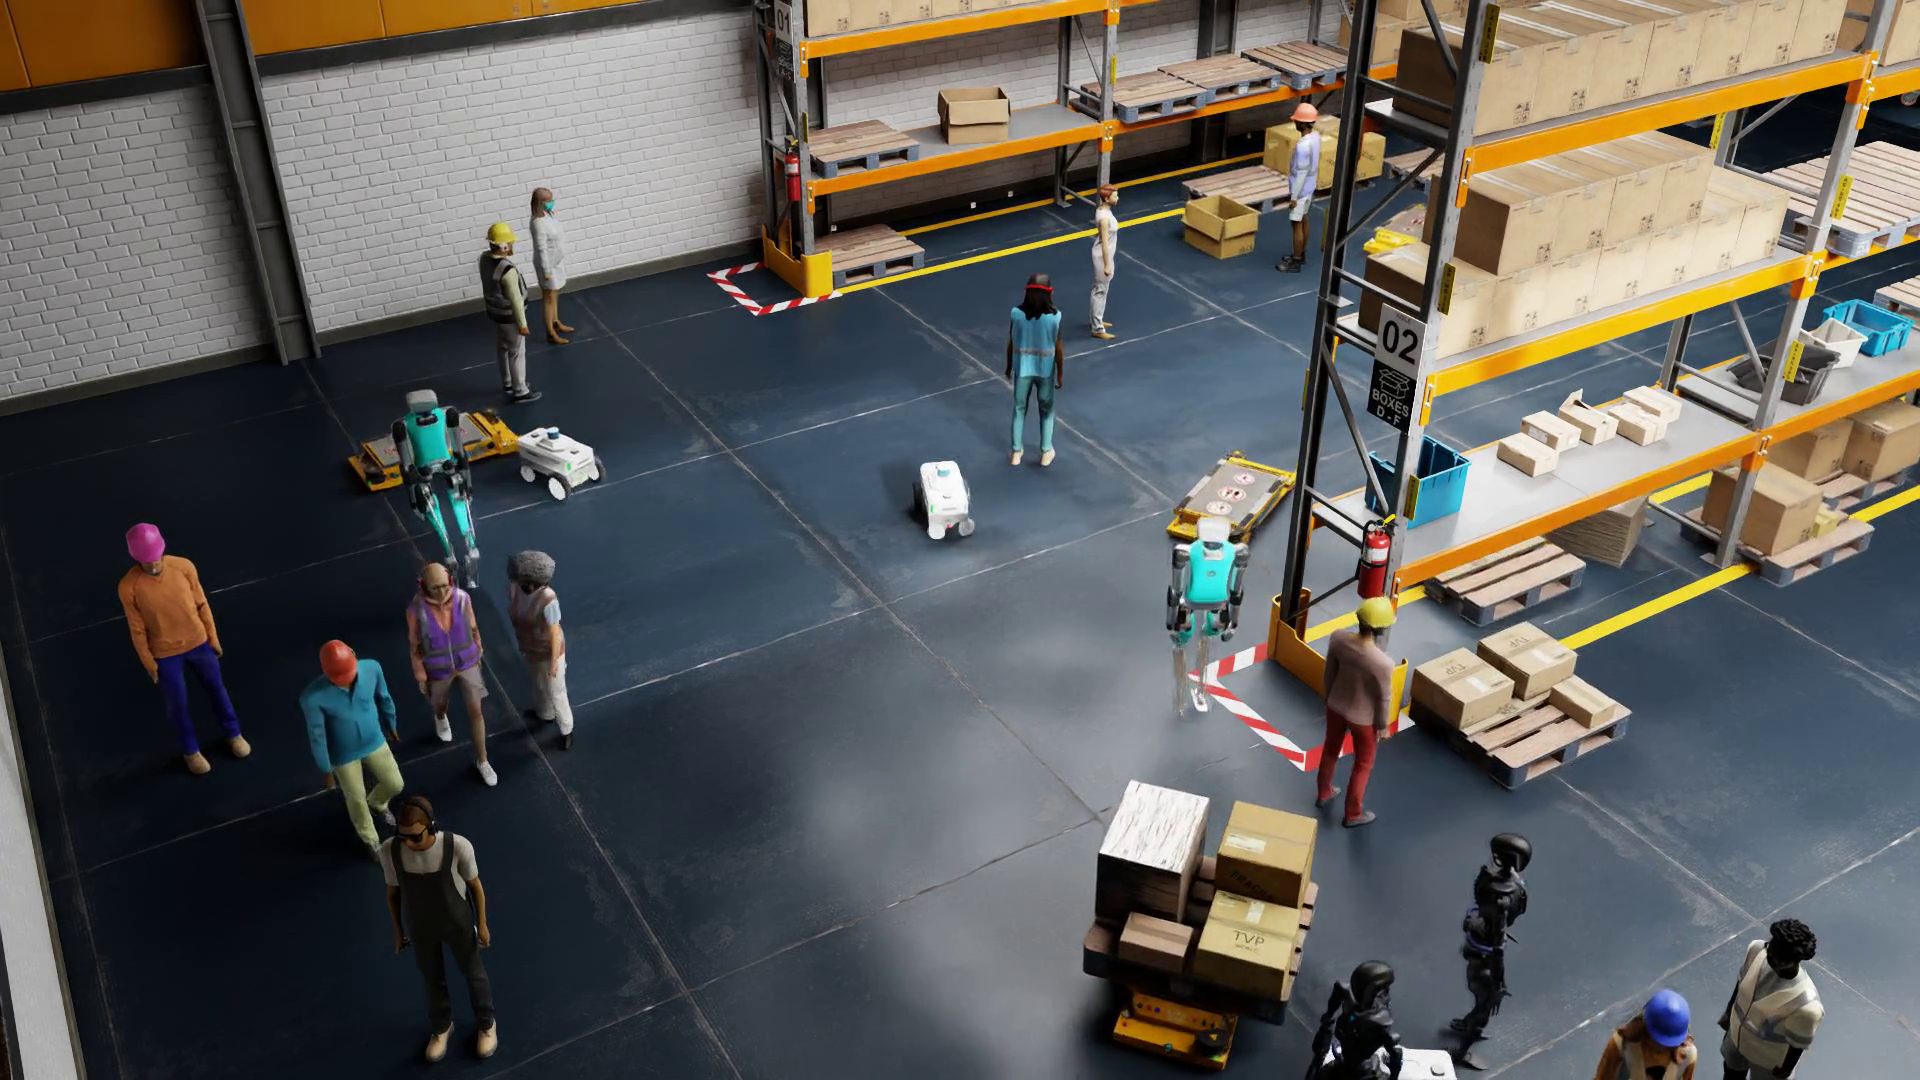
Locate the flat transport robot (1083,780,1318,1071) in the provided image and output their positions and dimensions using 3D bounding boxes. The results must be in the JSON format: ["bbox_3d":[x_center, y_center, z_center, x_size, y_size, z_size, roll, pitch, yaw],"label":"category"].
[{"bbox_3d":[1.430,2.533,10.045,0.659,0.231,1.431,11,34,17],"label":"flat transport robot"}]

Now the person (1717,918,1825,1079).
[{"bbox_3d":[4.134,2.599,8.602,0.320,1.692,0.534,-7,33,-12],"label":"person"}]

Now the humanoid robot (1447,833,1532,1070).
[{"bbox_3d":[2.932,2.263,9.139,0.359,1.649,0.603,8,33,12],"label":"humanoid robot"}]

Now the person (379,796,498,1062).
[{"bbox_3d":[-2.870,2.139,9.189,0.515,1.844,0.331,-2,32,-4],"label":"person"}]

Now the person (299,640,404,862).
[{"bbox_3d":[-3.861,1.303,10.639,0.490,1.711,0.604,28,42,37],"label":"person"}]

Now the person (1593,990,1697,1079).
[{"bbox_3d":[3.298,2.807,8.198,0.474,1.744,0.743,7,33,10],"label":"person"}]

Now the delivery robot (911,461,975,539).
[{"bbox_3d":[-0.135,-0.380,14.412,0.514,0.585,0.732,-4,32,-6],"label":"delivery robot"}]

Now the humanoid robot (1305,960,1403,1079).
[{"bbox_3d":[2.024,2.753,8.383,0.567,1.642,0.598,-16,35,-24],"label":"humanoid robot"}]

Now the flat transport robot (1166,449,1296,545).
[{"bbox_3d":[2.412,-0.353,14.647,0.659,0.231,1.431,17,36,25],"label":"flat transport robot"}]

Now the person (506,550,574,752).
[{"bbox_3d":[-2.990,0.728,11.610,0.641,1.661,0.365,21,38,30],"label":"person"}]

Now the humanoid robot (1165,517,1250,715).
[{"bbox_3d":[1.710,0.495,11.910,0.536,1.774,0.751,0,32,-1],"label":"humanoid robot"}]

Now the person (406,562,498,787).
[{"bbox_3d":[-3.516,0.840,11.424,0.490,1.660,0.810,-16,36,-24],"label":"person"}]

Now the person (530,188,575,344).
[{"bbox_3d":[-4.266,-2.875,17.357,0.338,1.656,0.496,2,32,3],"label":"person"}]

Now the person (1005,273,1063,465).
[{"bbox_3d":[0.667,-1.522,15.017,0.522,1.862,0.398,4,32,6],"label":"person"}]

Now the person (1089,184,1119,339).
[{"bbox_3d":[1.522,-2.934,17.451,0.277,1.660,0.458,0,32,0],"label":"person"}]

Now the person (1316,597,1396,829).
[{"bbox_3d":[2.598,1.114,10.909,0.336,1.758,0.544,-21,38,-29],"label":"person"}]

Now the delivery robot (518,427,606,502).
[{"bbox_3d":[-3.613,-0.721,14.971,0.795,0.602,0.499,21,38,30],"label":"delivery robot"}]

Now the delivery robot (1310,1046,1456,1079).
[{"bbox_3d":[2.315,2.983,9.051,0.777,0.587,0.499,1,32,2],"label":"delivery robot"}]

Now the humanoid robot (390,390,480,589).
[{"bbox_3d":[-4.060,-0.295,13.162,0.535,1.779,0.645,-19,37,-28],"label":"humanoid robot"}]

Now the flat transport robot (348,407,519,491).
[{"bbox_3d":[-4.877,-0.850,15.439,1.431,0.231,0.659,-20,37,-29],"label":"flat transport robot"}]

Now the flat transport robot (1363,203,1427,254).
[{"bbox_3d":[5.465,-3.694,19.975,0.659,0.231,1.431,22,38,31],"label":"flat transport robot"}]

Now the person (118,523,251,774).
[{"bbox_3d":[-5.324,0.724,11.330,0.517,1.971,0.404,-24,39,-33],"label":"person"}]

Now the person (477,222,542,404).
[{"bbox_3d":[-4.378,-2.206,16.143,0.405,1.822,0.594,-25,40,-34],"label":"person"}]

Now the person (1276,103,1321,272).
[{"bbox_3d":[3.848,-4.003,18.900,0.370,1.934,0.550,14,35,22],"label":"person"}]
